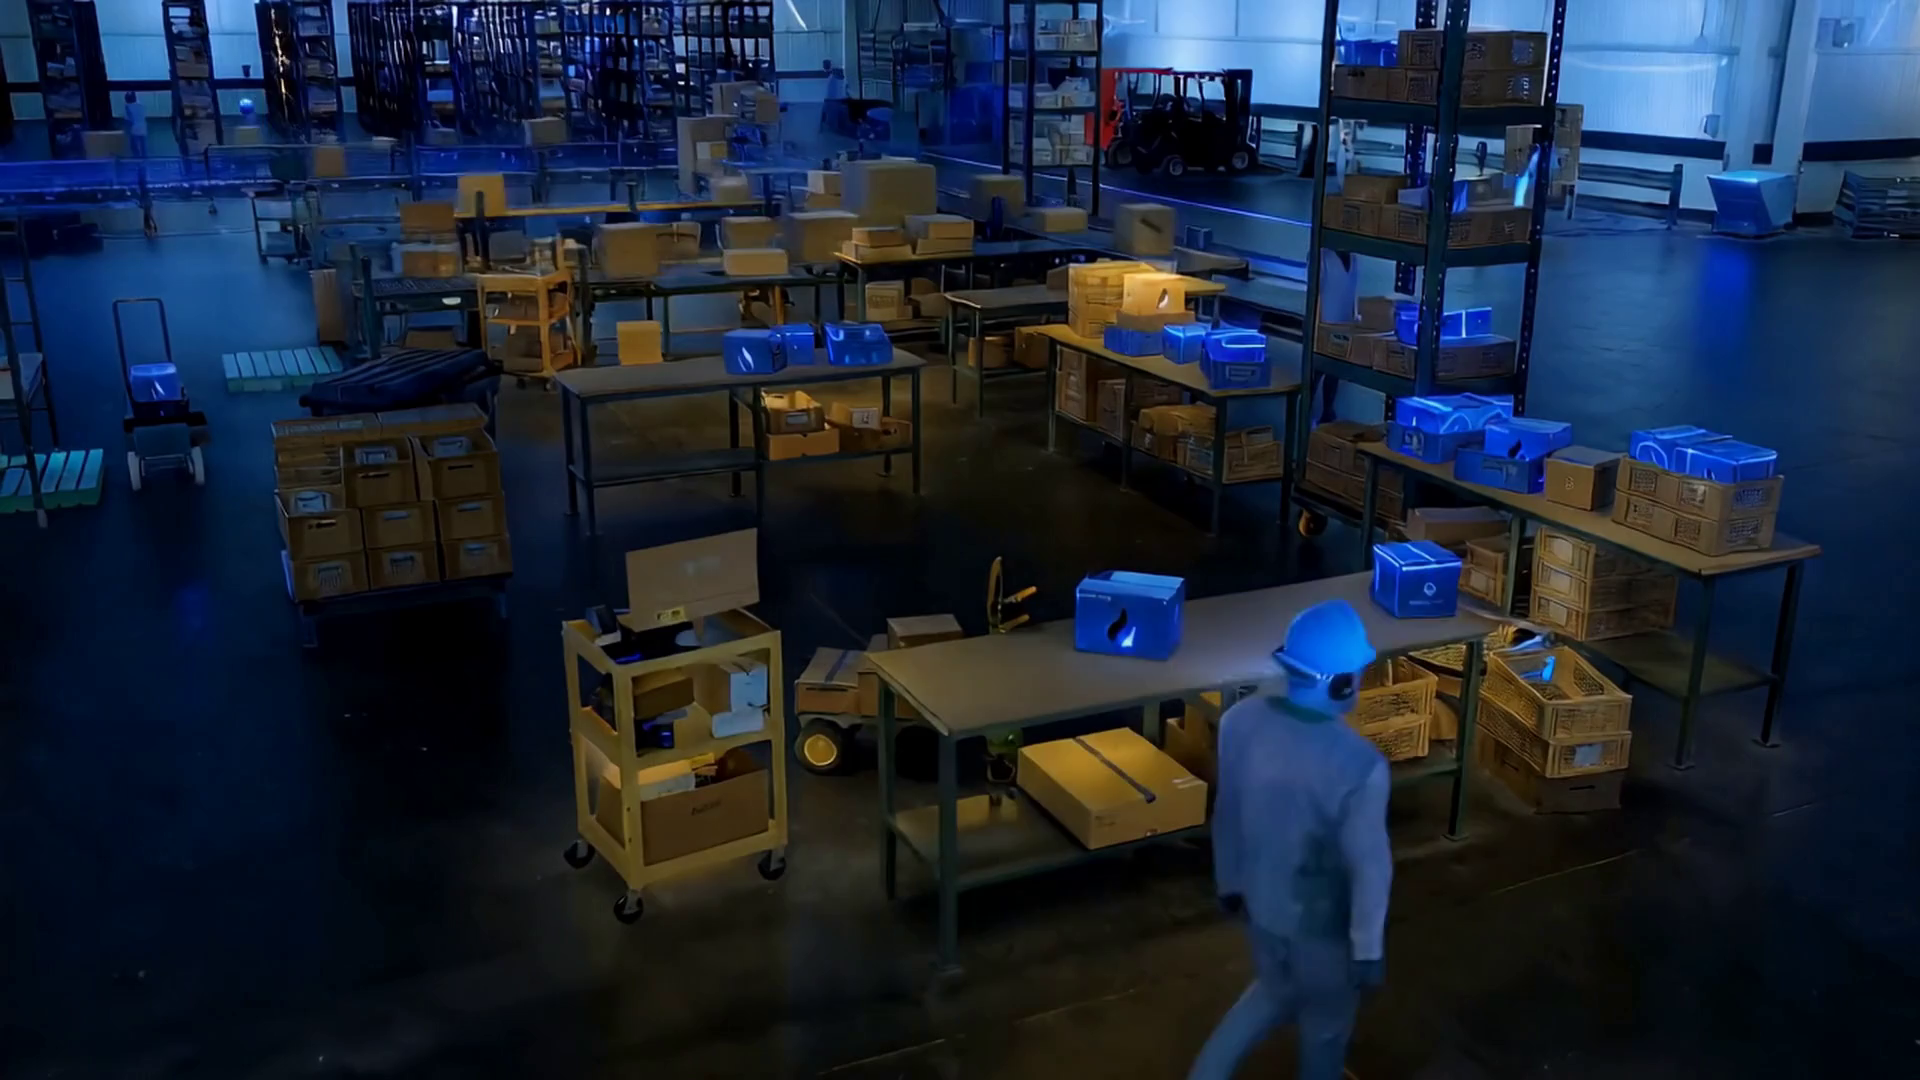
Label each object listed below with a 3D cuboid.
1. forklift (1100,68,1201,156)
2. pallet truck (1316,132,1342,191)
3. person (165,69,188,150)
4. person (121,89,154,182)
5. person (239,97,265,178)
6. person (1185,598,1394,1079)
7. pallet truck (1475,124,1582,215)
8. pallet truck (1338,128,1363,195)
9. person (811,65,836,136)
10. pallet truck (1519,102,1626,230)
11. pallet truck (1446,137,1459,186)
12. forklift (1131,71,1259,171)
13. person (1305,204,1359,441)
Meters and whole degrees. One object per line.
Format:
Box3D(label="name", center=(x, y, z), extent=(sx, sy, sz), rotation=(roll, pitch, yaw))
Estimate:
Box3D(label="forklift", center=(4.082, -9.564, 37.410), extent=(2.680, 1.987, 1.157), rotation=(-8, 19, -23))
Box3D(label="pallet truck", center=(7.723, -7.504, 32.656), extent=(1.601, 1.201, 0.680), rotation=(-8, 19, -23))
Box3D(label="person", center=(-19.629, -10.887, 42.066), extent=(0.978, 2.008, 0.605), rotation=(-6, 19, -18))
Box3D(label="person", center=(-16.878, -8.288, 34.121), extent=(0.391, 1.848, 0.563), rotation=(7, 19, 22))
Box3D(label="person", center=(-14.251, -8.143, 33.880), extent=(0.845, 1.735, 0.544), rotation=(-5, 18, -16))
Box3D(label="person", center=(0.949, 1.044, 4.778), extent=(0.585, 1.816, 0.598), rotation=(-11, 21, -32))
Box3D(label="pallet truck", center=(9.707, -6.455, 28.103), extent=(1.885, 1.965, 0.823), rotation=(-7, 19, -20))
Box3D(label="pallet truck", center=(7.845, -7.140, 31.411), extent=(1.522, 1.261, 0.704), rotation=(-9, 20, -25))
Box3D(label="person", center=(-3.648, -12.275, 46.535), extent=(1.010, 1.945, 0.631), rotation=(1, 18, 3))
Box3D(label="pallet truck", center=(9.972, -6.037, 26.785), extent=(1.885, 1.965, 0.823), rotation=(-9, 20, -25))
Box3D(label="pallet truck", center=(9.184, -6.485, 29.328), extent=(1.630, 1.274, 0.653), rotation=(-8, 19, -23))
Box3D(label="forklift", center=(4.998, -8.936, 35.413), extent=(2.680, 1.987, 1.157), rotation=(-9, 20, -25))
Box3D(label="person", center=(3.002, -1.752, 13.382), extent=(0.545, 1.941, 0.351), rotation=(-13, 22, -36))
